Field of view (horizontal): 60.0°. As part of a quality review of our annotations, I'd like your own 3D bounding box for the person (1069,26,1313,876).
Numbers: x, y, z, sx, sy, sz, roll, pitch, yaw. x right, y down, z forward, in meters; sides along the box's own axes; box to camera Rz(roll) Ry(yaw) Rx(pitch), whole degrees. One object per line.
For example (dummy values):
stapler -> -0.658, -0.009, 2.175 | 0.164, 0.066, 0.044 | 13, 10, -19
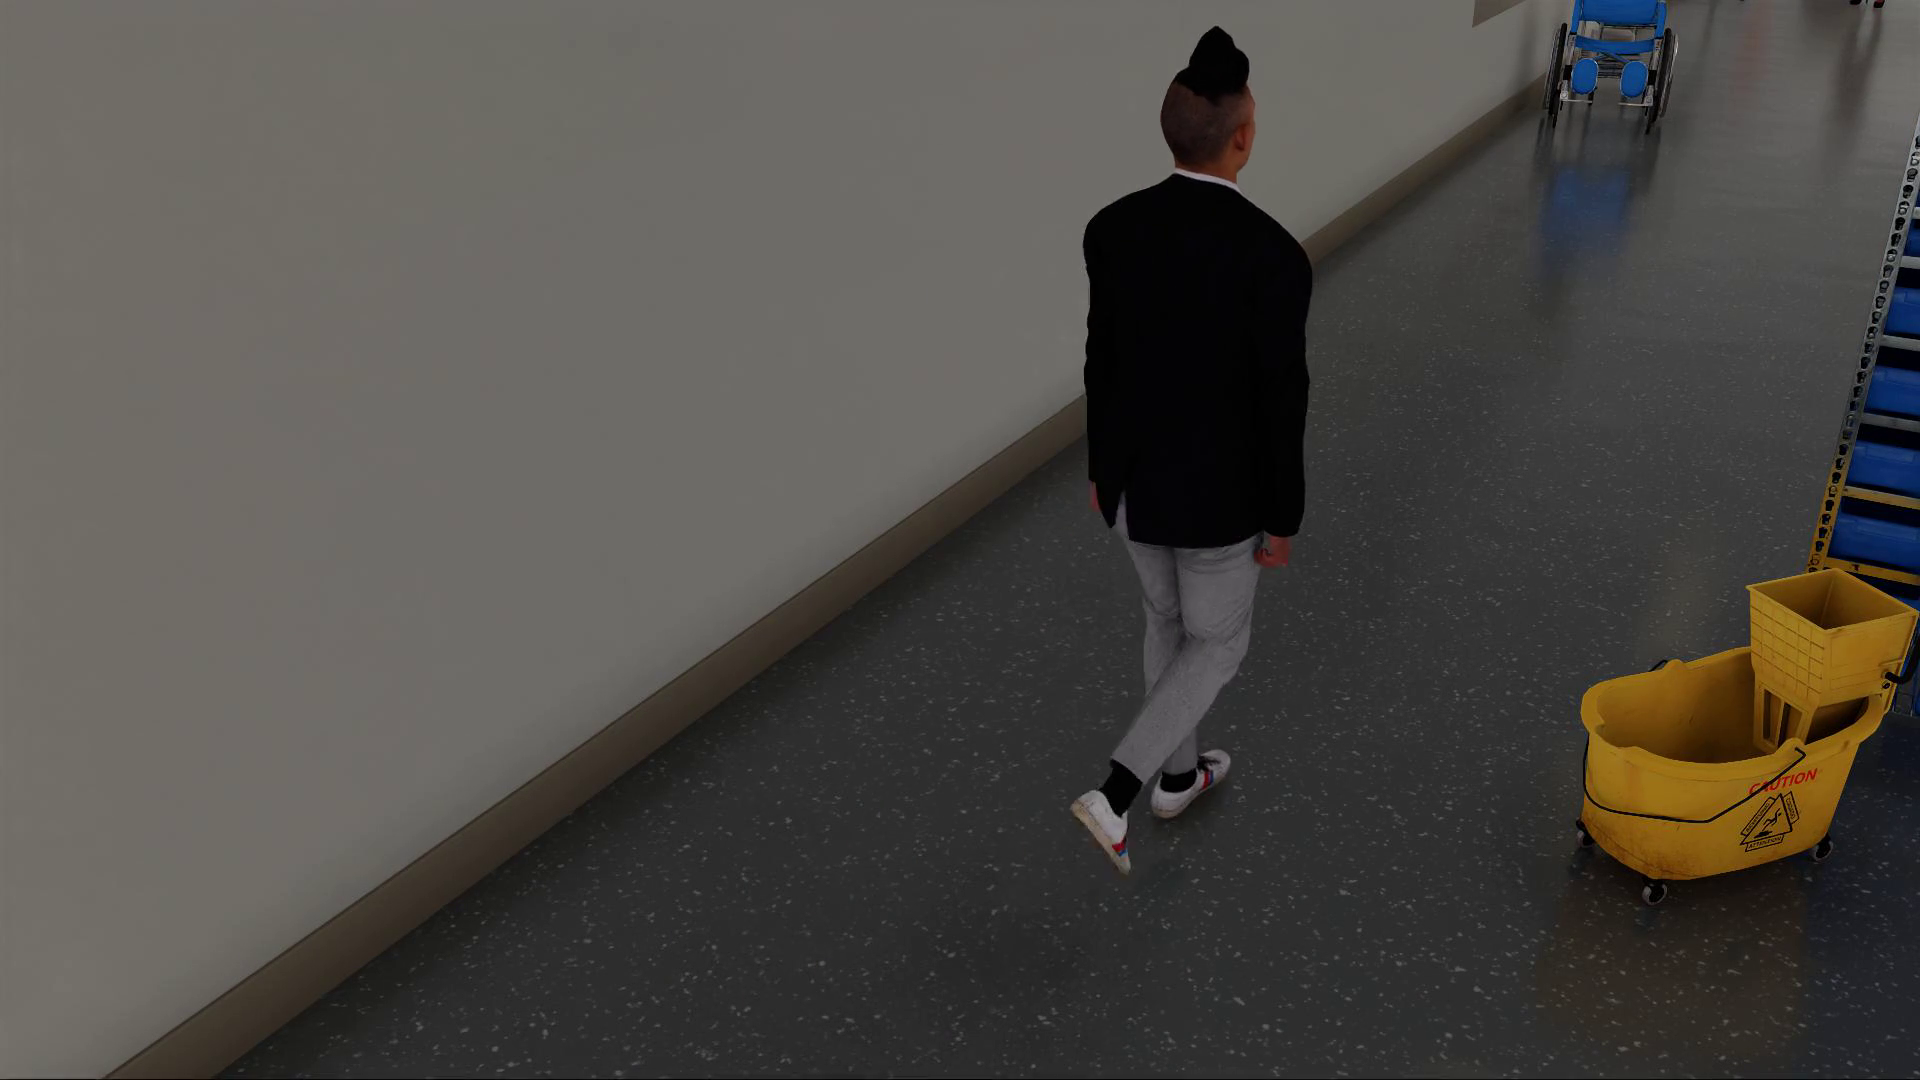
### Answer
person -> 0.443, -0.117, 3.678 | 1.001, 1.933, 0.868 | 19, 32, 34
